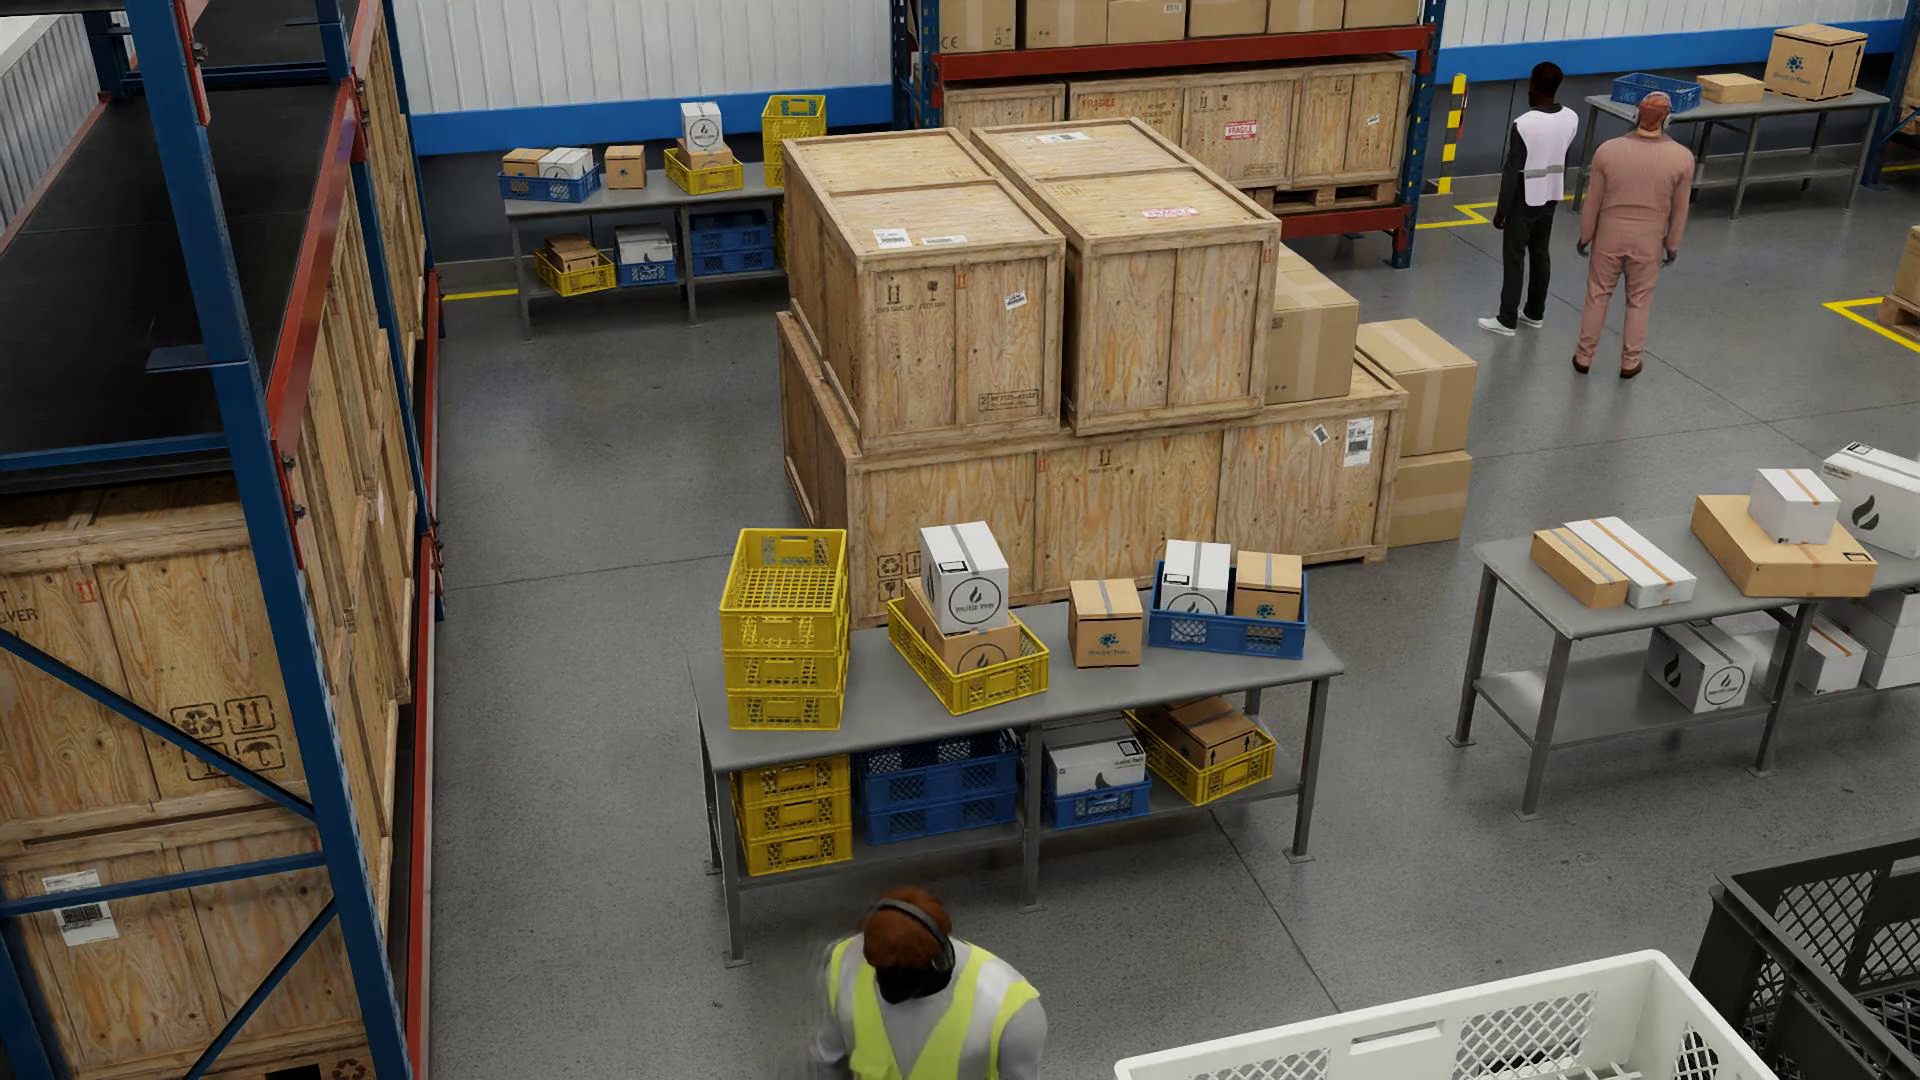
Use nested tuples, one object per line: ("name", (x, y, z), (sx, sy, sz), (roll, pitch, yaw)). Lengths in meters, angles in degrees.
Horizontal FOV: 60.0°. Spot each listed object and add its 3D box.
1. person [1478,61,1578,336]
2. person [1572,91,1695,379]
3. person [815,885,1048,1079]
("person", (4.049, -2.399, 11.764), (0.585, 1.910, 0.389), (-17, 33, -27))
("person", (4.456, -2.020, 11.073), (0.652, 1.906, 0.402), (11, 31, 18))
("person", (-0.030, 1.633, 4.544), (0.770, 1.819, 0.500), (11, 31, 19))
